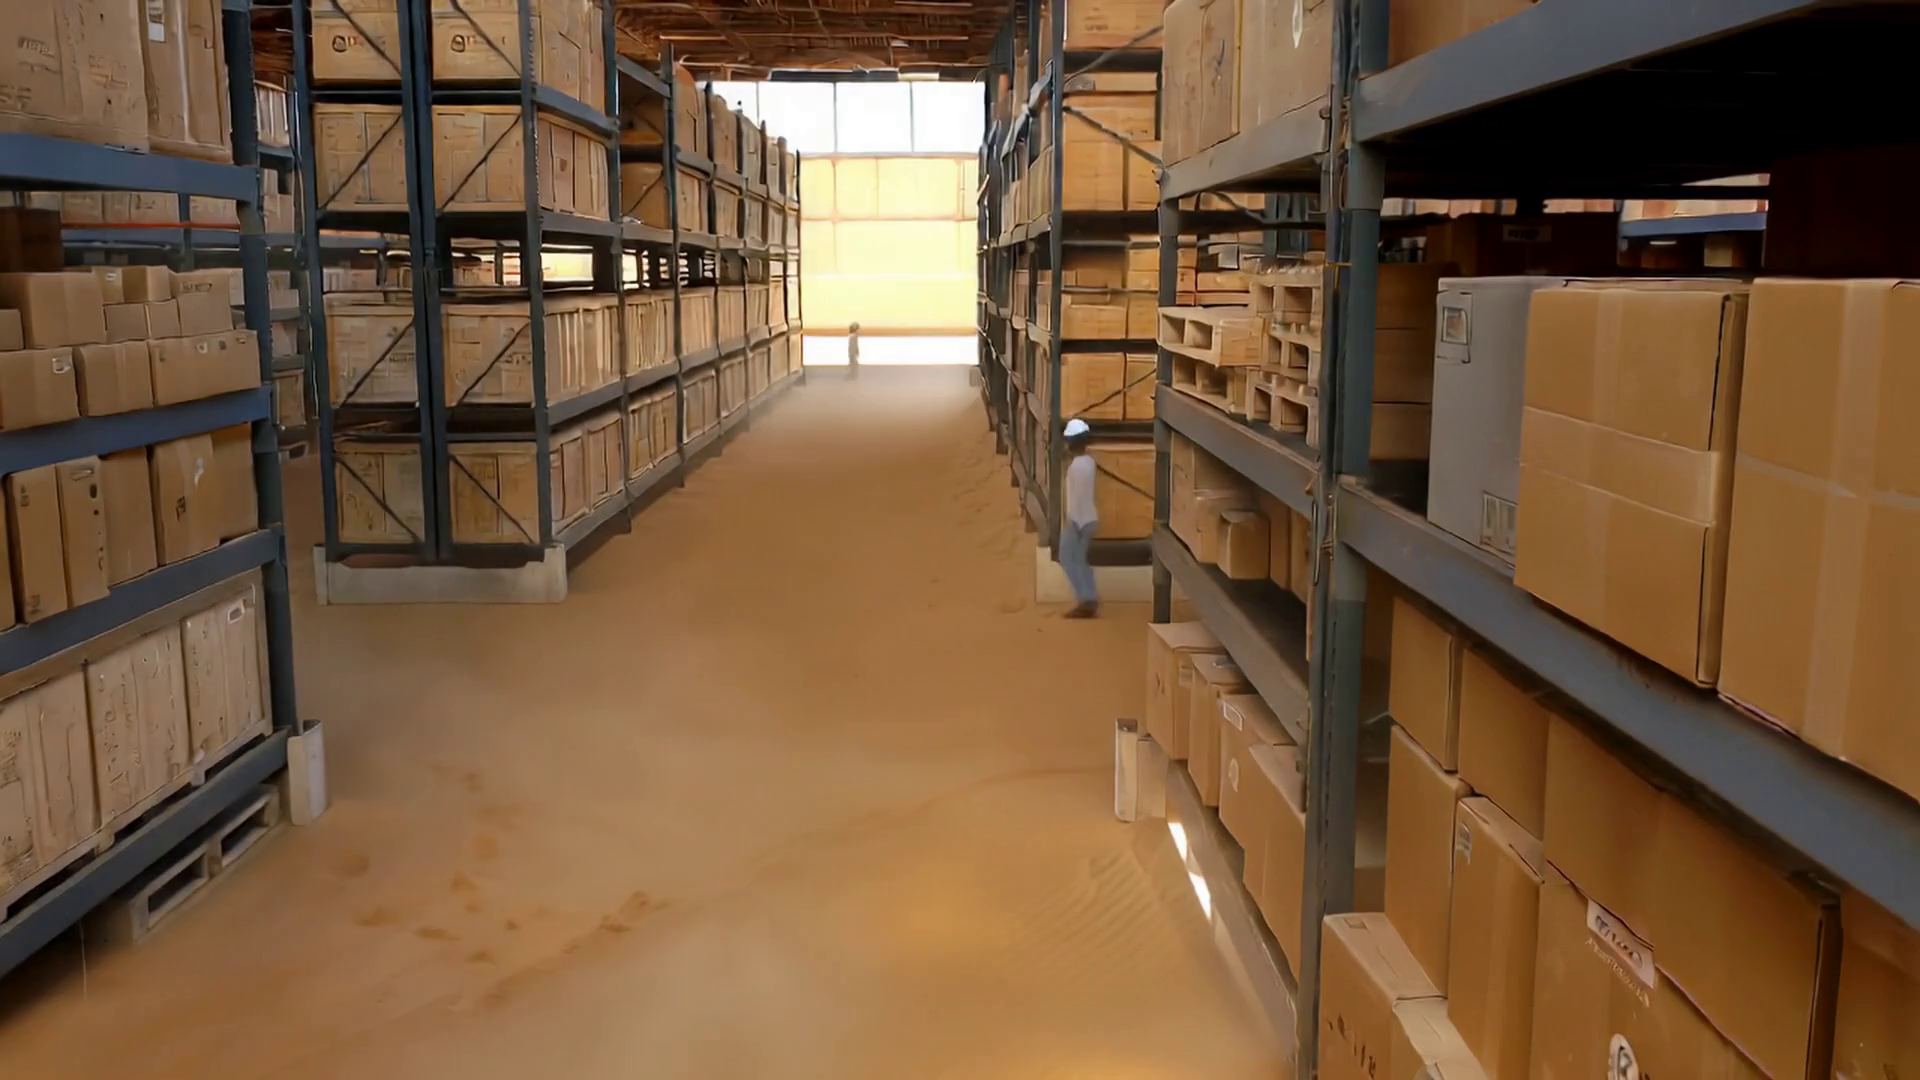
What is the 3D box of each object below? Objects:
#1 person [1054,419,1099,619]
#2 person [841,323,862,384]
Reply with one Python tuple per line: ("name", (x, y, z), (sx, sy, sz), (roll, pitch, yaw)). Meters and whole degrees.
("person", (1.011, -0.173, 14.387), (0.366, 1.739, 0.548), (2, 9, 11))
("person", (-2.850, -4.913, 43.811), (0.435, 1.624, 0.532), (0, 9, -1))
